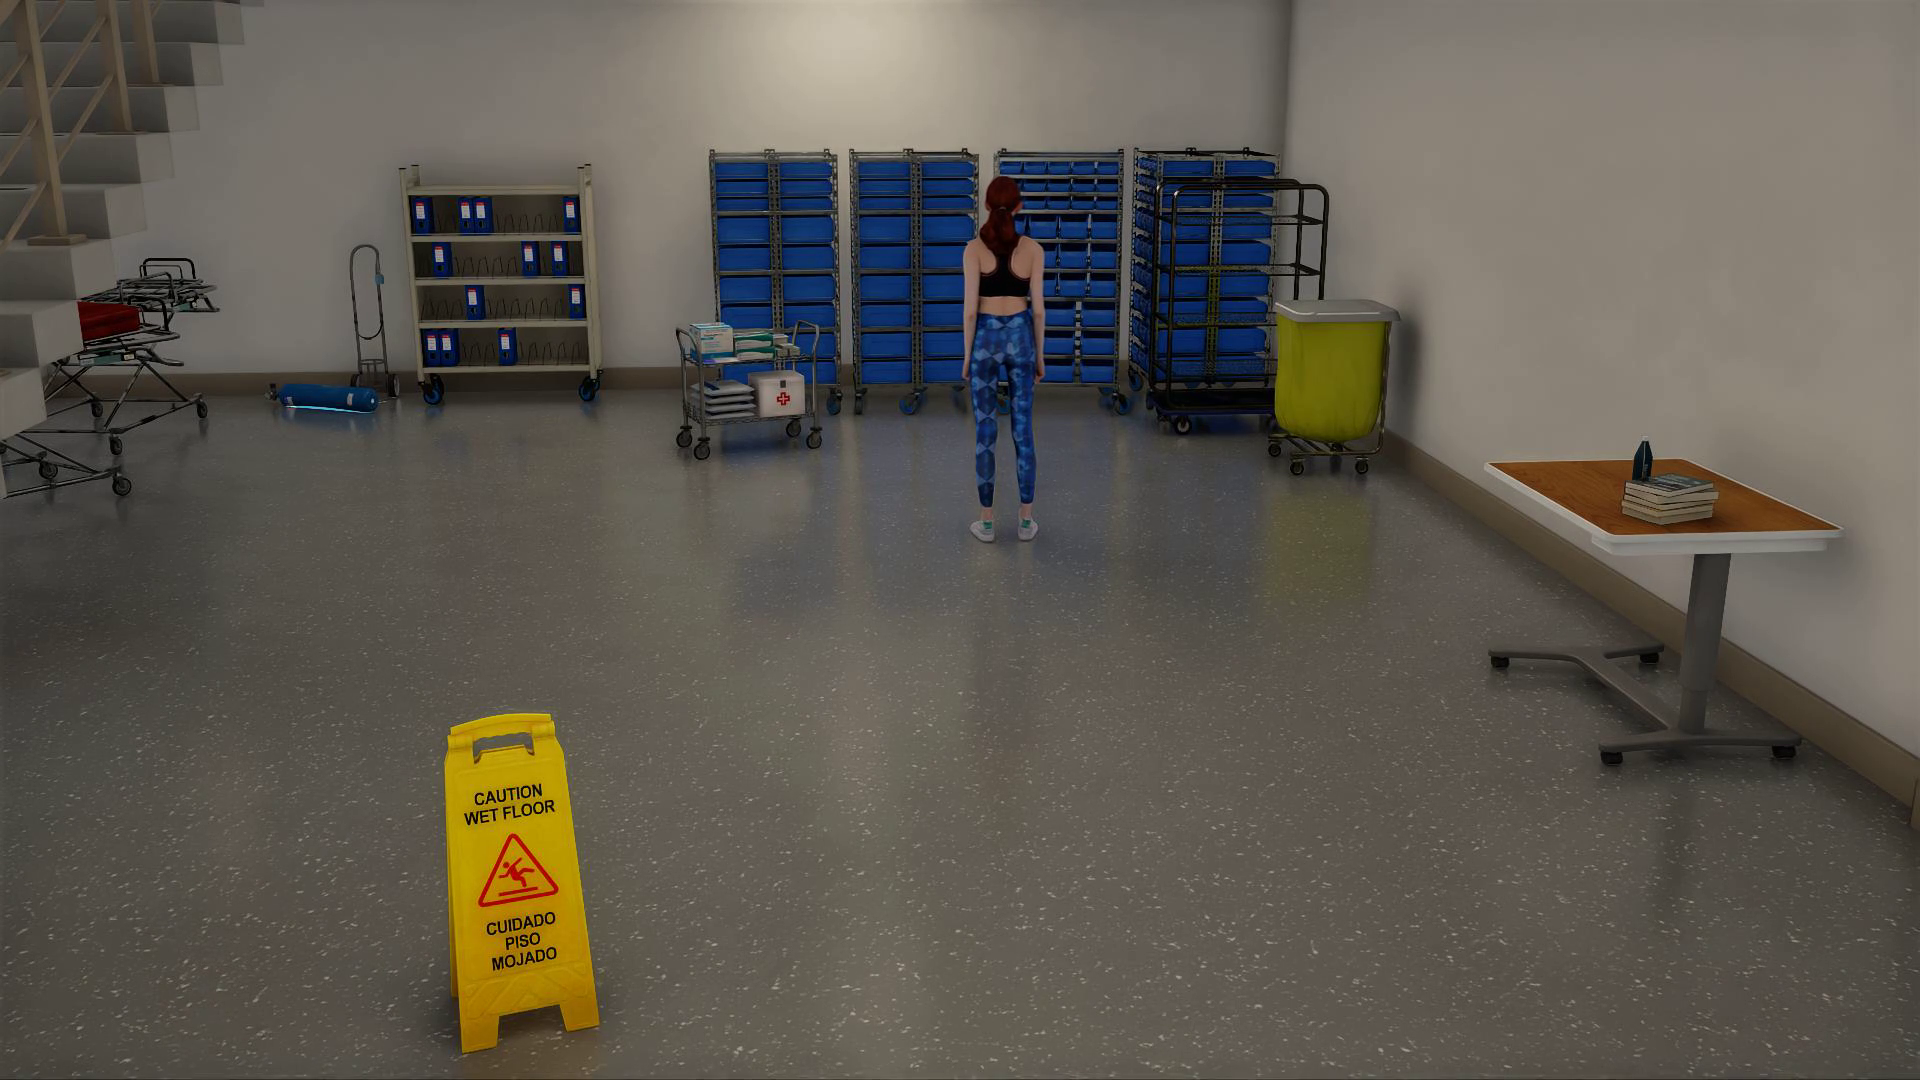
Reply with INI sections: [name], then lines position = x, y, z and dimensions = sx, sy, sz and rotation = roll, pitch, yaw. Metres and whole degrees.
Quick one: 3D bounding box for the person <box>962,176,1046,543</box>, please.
[person]
position = 0.207, -0.881, 8.189
dimensions = 0.565, 1.785, 0.551
rotation = -2, 16, -6
